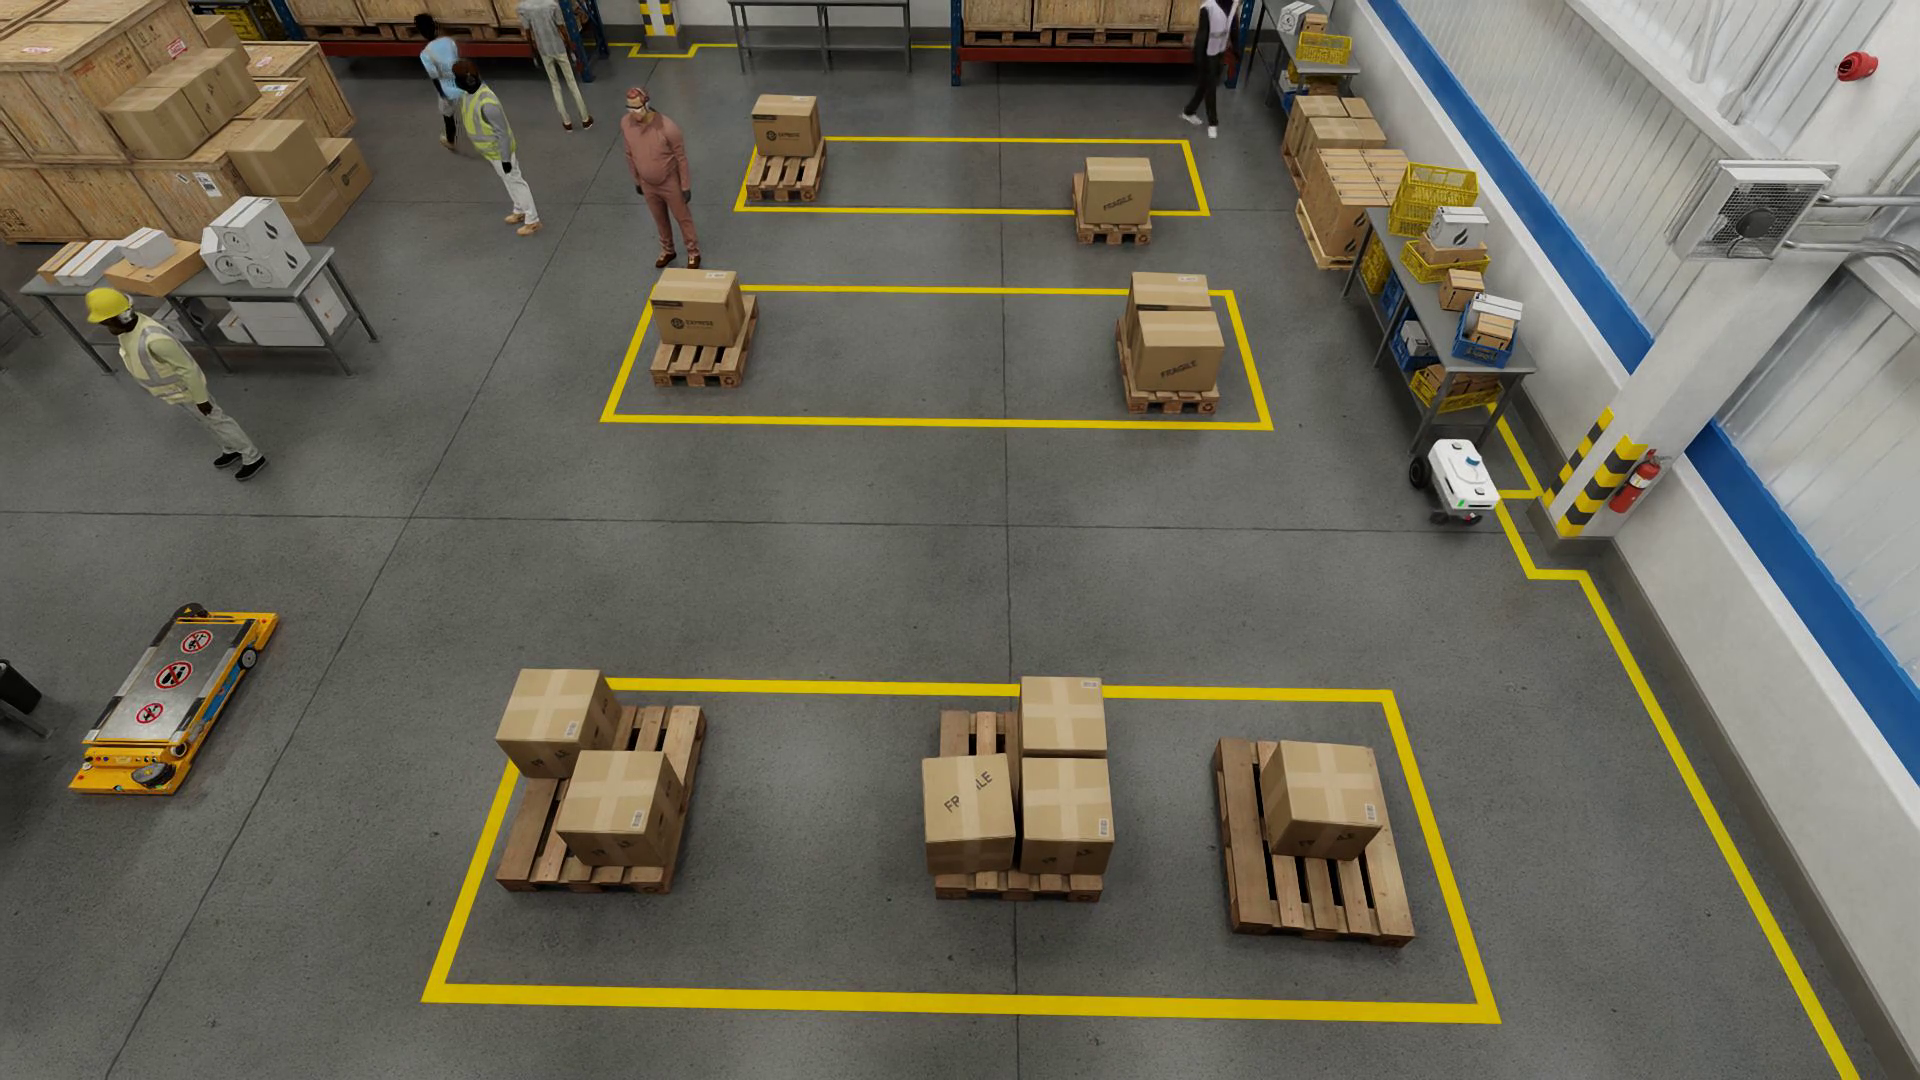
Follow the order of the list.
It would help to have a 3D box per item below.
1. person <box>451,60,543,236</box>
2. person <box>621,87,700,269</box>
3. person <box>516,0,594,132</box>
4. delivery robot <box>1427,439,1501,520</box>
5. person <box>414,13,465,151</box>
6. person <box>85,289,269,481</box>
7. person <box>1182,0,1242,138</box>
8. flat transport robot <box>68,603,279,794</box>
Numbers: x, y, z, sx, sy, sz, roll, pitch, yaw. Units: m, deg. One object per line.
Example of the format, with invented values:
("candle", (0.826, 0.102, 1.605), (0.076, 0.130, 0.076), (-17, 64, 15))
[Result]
("person", (-5.007, -4.214, 9.893), (0.430, 1.845, 0.619), (-31, 56, -23))
("person", (-3.063, -3.650, 9.374), (0.643, 1.908, 0.399), (11, 51, 9))
("person", (-5.092, -6.088, 11.461), (0.517, 1.871, 0.328), (-12, 51, -10))
("delivery robot", (4.137, -0.514, 7.540), (0.477, 0.478, 0.707), (0, 50, 0))
("person", (-6.180, -5.481, 11.094), (0.912, 1.631, 0.537), (23, 54, 18))
("person", (-6.293, -1.236, 7.380), (0.603, 1.828, 0.404), (26, 54, 20))
("person", (3.187, -6.082, 11.452), (0.669, 1.883, 0.674), (-33, 57, -25))
("flat transport robot", (-5.504, 1.072, 6.442), (0.652, 0.197, 1.431), (1, 50, 1))
